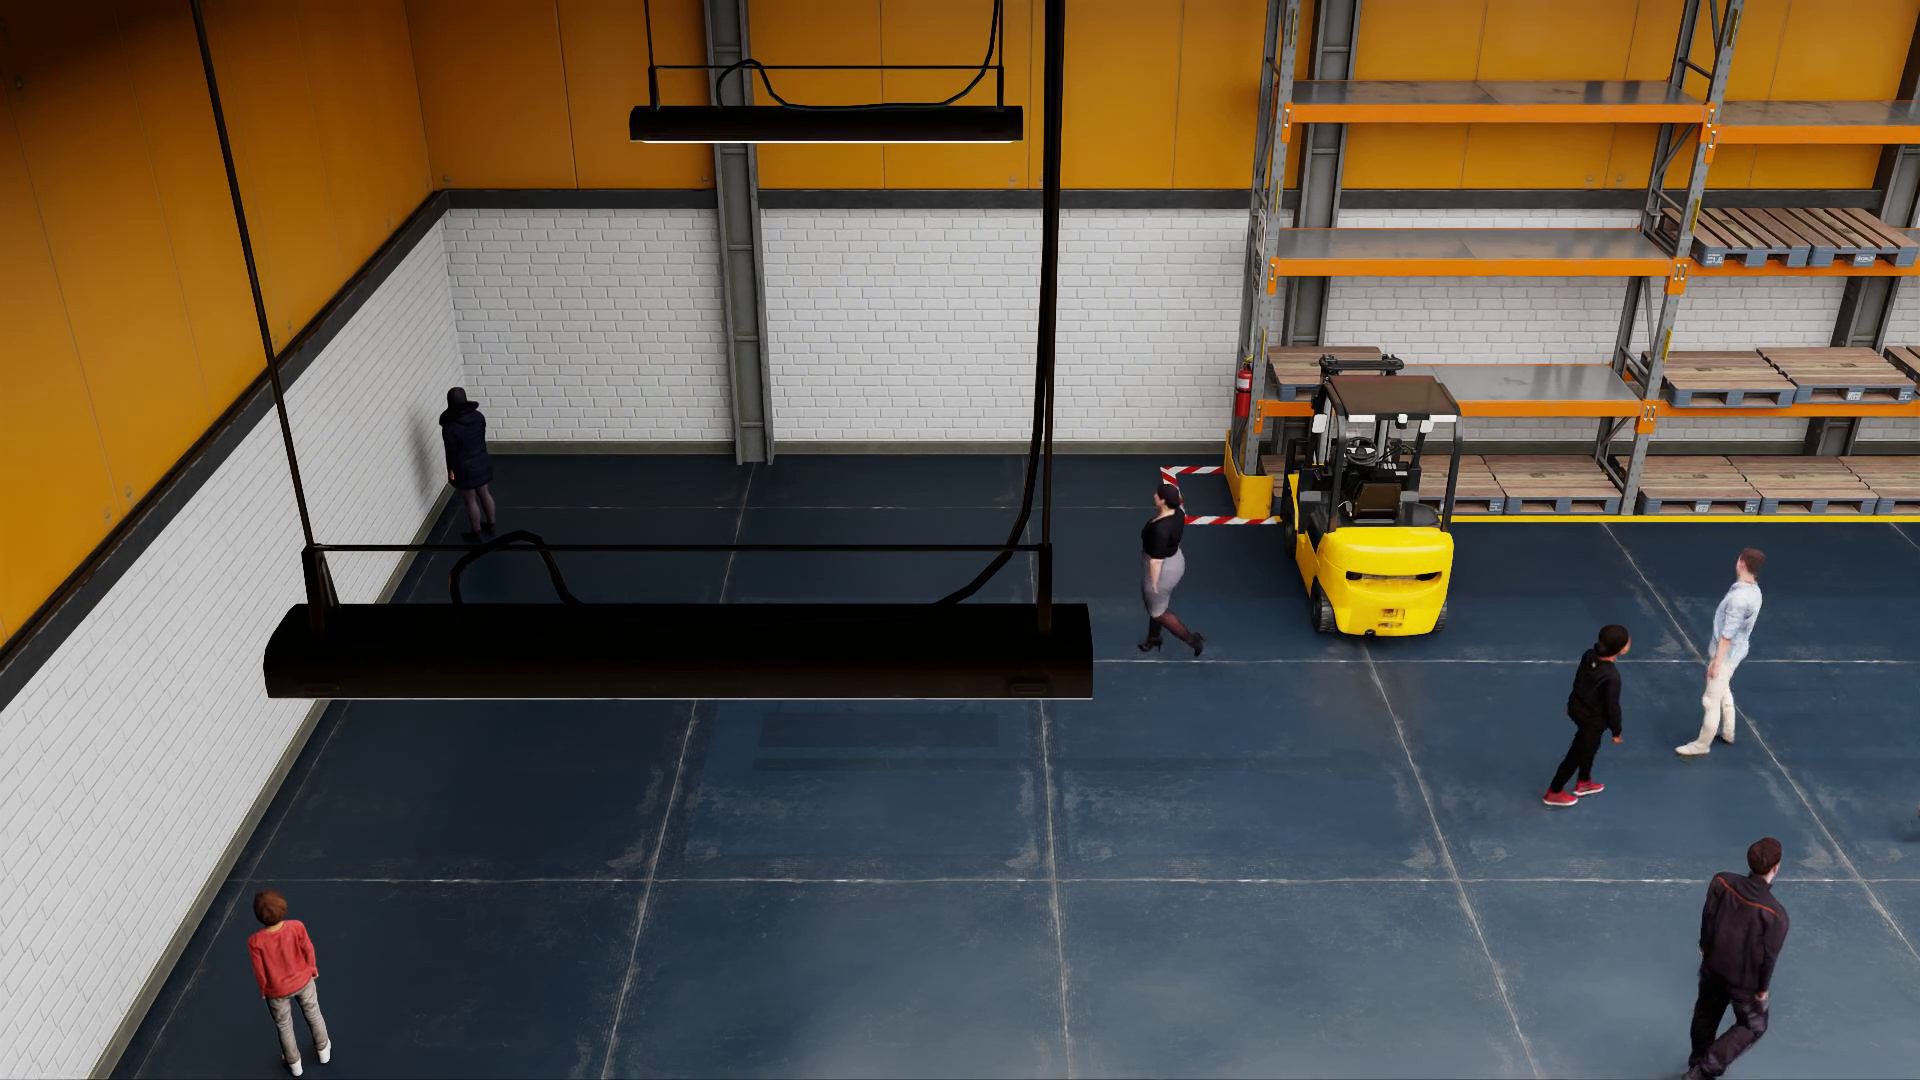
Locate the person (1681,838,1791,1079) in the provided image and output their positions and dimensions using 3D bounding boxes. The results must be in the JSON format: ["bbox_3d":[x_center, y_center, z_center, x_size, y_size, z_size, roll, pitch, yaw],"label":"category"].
[{"bbox_3d":[4.695,2.649,10.150,0.990,1.901,0.900,-15,32,-25],"label":"person"}]

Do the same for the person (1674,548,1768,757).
[{"bbox_3d":[6.154,0.939,13.367,0.845,1.823,0.835,8,30,14],"label":"person"}]

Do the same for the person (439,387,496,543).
[{"bbox_3d":[-4.911,-0.767,16.649,0.824,1.674,0.789,18,33,29],"label":"person"}]

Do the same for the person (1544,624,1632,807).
[{"bbox_3d":[4.744,1.375,12.743,0.808,1.656,0.694,-4,29,-8],"label":"person"}]

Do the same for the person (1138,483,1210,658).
[{"bbox_3d":[1.861,0.320,14.585,1.055,1.743,0.916,15,32,26],"label":"person"}]

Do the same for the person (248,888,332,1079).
[{"bbox_3d":[-4.222,2.763,10.449,0.586,1.415,0.667,-18,33,-29],"label":"person"}]
